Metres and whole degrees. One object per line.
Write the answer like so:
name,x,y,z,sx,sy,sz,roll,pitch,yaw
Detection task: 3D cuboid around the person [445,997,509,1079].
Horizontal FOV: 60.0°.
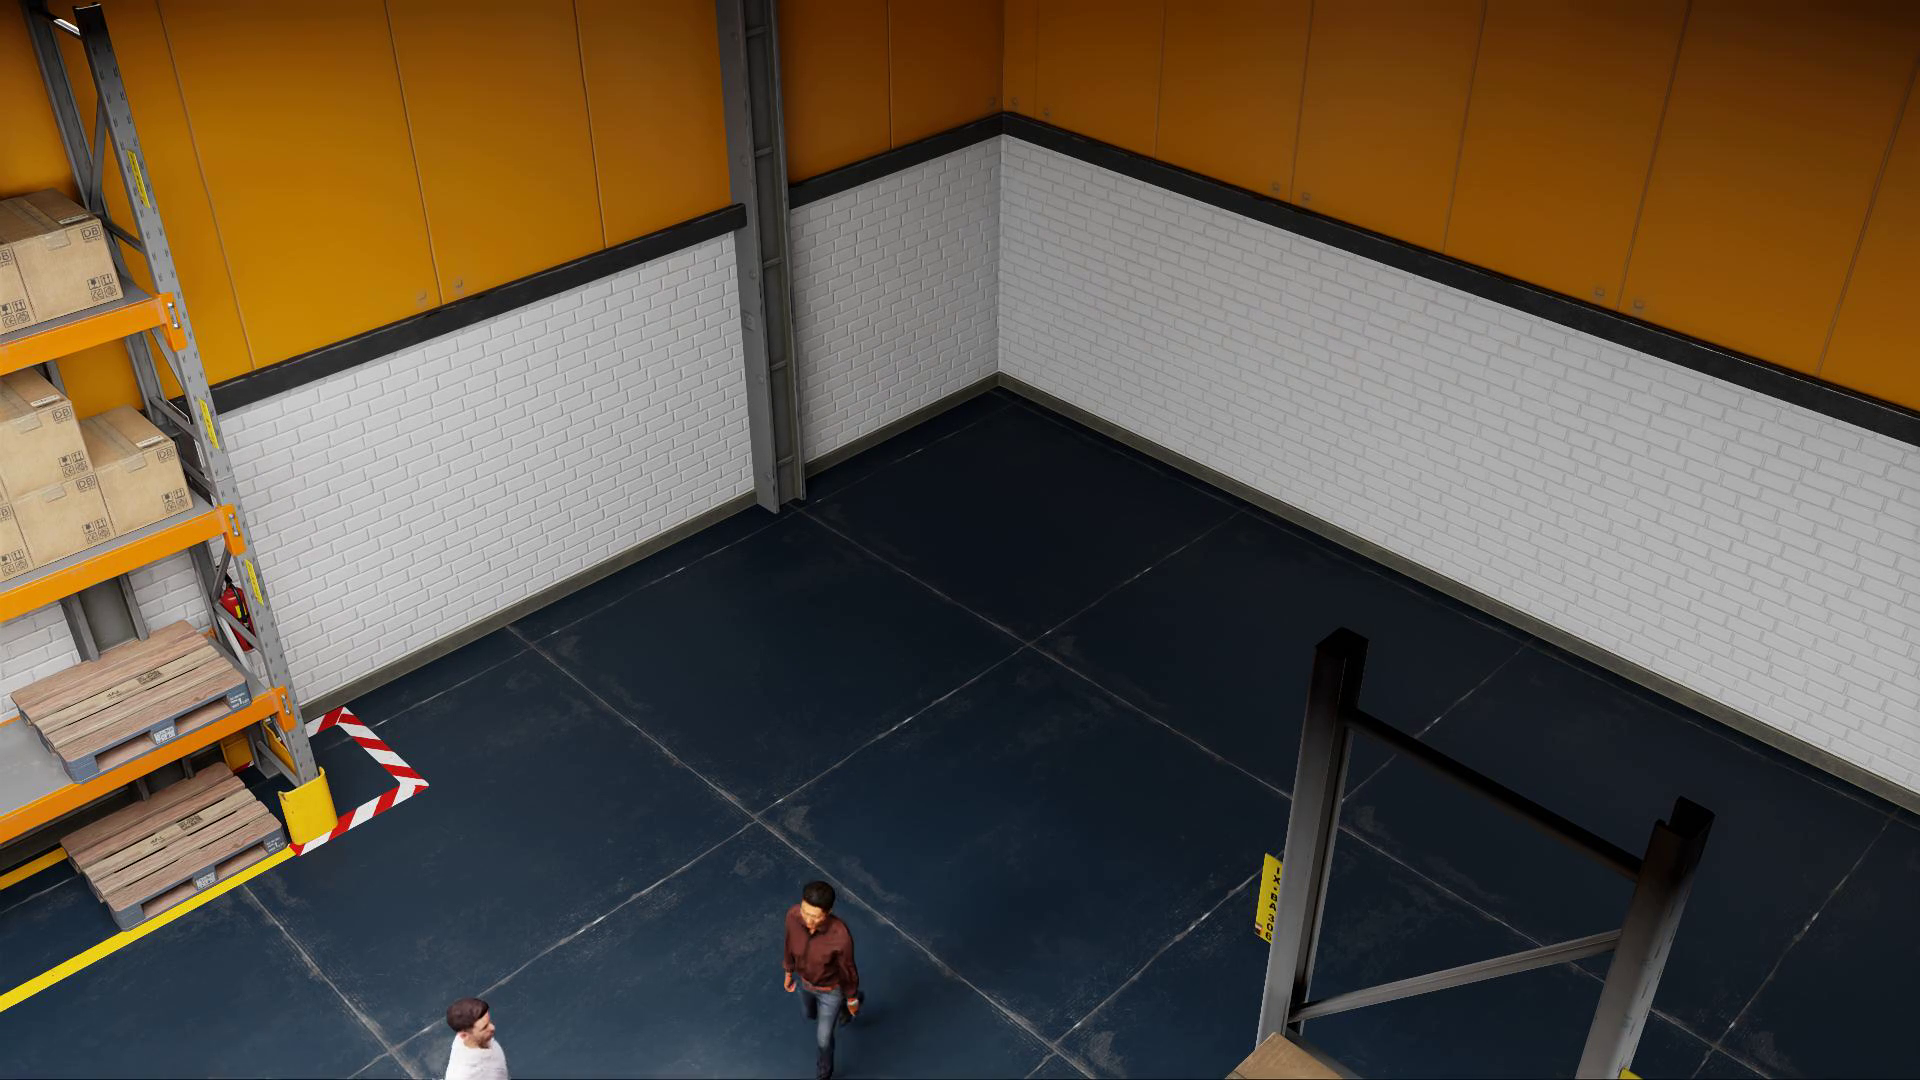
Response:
person,-2.672,3.151,9.065,0.876,1.860,0.817,1,34,1

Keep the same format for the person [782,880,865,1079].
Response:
person,-0.789,2.605,9.983,0.807,1.755,1.071,22,39,29
